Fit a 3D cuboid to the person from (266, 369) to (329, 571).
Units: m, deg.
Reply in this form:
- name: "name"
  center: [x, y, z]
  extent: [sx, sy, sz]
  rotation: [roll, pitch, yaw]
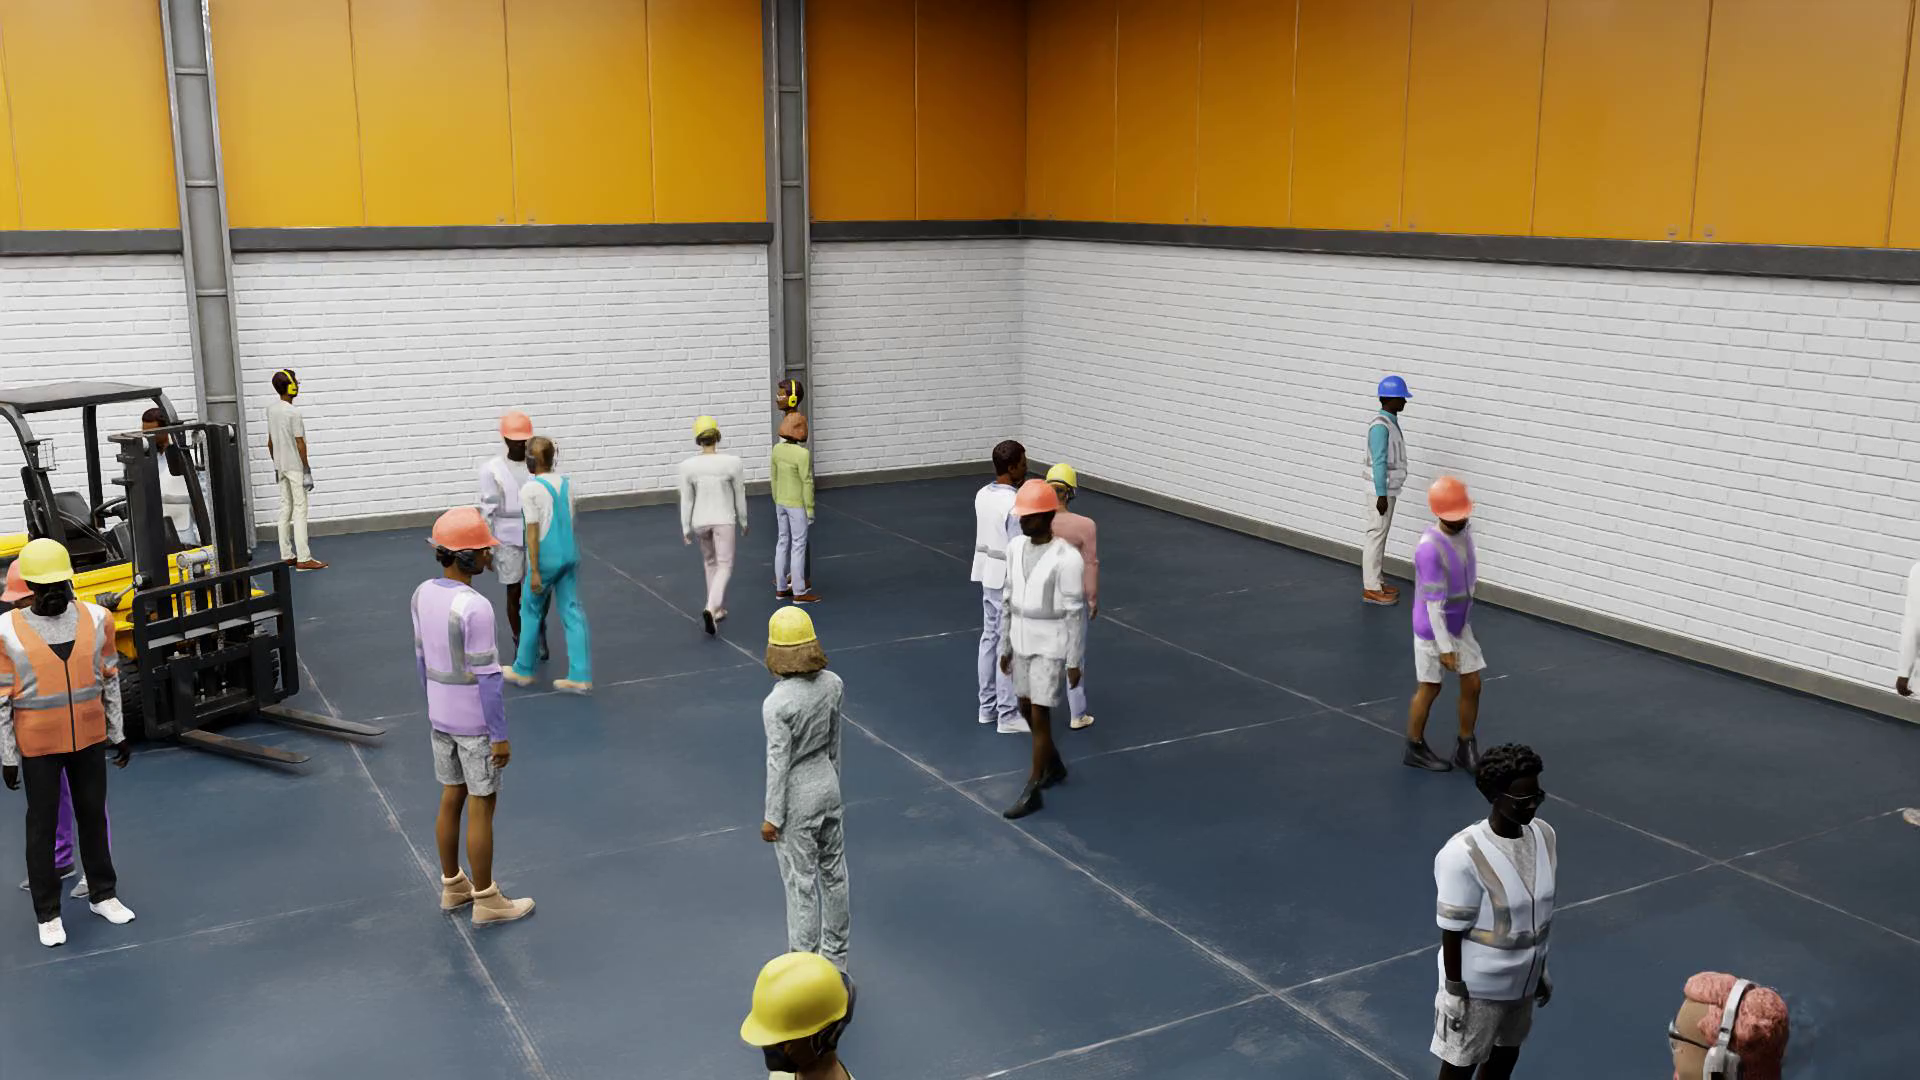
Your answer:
- name: "person"
  center: [-6.168, -0.647, 15.388]
  extent: [0.518, 1.876, 0.326]
  rotation: [8, 14, 32]

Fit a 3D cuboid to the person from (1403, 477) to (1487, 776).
- name: "person"
  center: [2.914, 0.529, 9.876]
  extent: [0.640, 1.874, 0.616]
  rotation: [-9, 15, -36]

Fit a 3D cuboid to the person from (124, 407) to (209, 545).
- name: "person"
  center: [-5.948, -0.053, 12.510]
  extent: [0.587, 1.914, 0.391]
  rotation: [-1, 12, -7]

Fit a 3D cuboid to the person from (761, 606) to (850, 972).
- name: "person"
  center: [-0.705, 1.142, 7.323]
  extent: [0.313, 1.738, 0.483]
  rotation: [8, 15, 34]

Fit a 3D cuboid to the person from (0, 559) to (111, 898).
- name: "person"
  center: [-4.534, 0.927, 8.315]
  extent: [0.560, 1.743, 0.337]
  rotation: [4, 13, 20]

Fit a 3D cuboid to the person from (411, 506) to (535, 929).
- name: "person"
  center: [-2.350, 0.846, 7.991]
  extent: [0.611, 2.043, 0.375]
  rotation: [11, 16, 41]

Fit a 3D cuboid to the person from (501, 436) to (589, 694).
- name: "person"
  center: [-2.954, 0.169, 11.708]
  extent: [0.827, 1.812, 0.534]
  rotation: [8, 14, 32]

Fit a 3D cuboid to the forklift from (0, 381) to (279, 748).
- name: "forklift"
  center: [-5.853, 0.085, 11.199]
  extent: [2.313, 2.155, 1.214]
  rotation: [7, 14, 28]

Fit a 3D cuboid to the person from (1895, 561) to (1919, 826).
- name: "person"
  center: [5.514, 0.714, 9.074]
  extent: [0.718, 1.847, 0.431]
  rotation: [2, 12, 8]

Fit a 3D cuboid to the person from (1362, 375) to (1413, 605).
- name: "person"
  center: [3.630, -0.434, 14.213]
  extent: [0.389, 1.949, 0.604]
  rotation: [4, 13, 20]

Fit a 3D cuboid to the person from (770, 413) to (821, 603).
- name: "person"
  center: [-1.418, -0.278, 14.225]
  extent: [0.270, 1.631, 0.507]
  rotation: [-11, 16, -42]

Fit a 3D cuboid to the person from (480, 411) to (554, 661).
- name: "person"
  center: [-3.233, -0.005, 12.255]
  extent: [0.563, 1.918, 0.440]
  rotation: [-5, 13, -24]

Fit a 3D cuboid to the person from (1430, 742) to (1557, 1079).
- name: "person"
  center: [1.833, 1.507, 5.710]
  extent: [0.532, 1.696, 0.319]
  rotation: [-8, 14, -33]

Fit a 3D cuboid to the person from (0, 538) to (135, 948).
- name: "person"
  center: [-4.231, 0.934, 7.854]
  extent: [0.366, 1.927, 0.585]
  rotation: [10, 16, 39]

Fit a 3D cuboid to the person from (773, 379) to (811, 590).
- name: "person"
  center: [-1.478, -0.477, 14.589]
  extent: [0.328, 1.876, 0.514]
  rotation: [-3, 12, -13]

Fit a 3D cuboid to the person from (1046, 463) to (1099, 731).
- name: "person"
  center: [0.654, 0.375, 10.871]
  extent: [0.522, 1.761, 0.321]
  rotation: [4, 13, 17]

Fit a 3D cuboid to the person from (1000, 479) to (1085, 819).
- name: "person"
  center: [0.461, 0.595, 9.497]
  extent: [0.601, 1.941, 0.556]
  rotation: [-11, 17, -43]

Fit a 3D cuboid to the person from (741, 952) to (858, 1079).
- name: "person"
  center: [-0.364, 1.823, 4.076]
  extent: [0.323, 1.764, 0.523]
  rotation: [-7, 14, -29]

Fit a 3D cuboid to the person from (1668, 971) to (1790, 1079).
- name: "person"
  center: [1.700, 1.867, 3.699]
  extent: [1.044, 1.854, 0.635]
  rotation: [8, 14, 32]

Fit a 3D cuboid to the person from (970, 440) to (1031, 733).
- name: "person"
  center: [0.287, 0.300, 10.844]
  extent: [0.393, 1.919, 0.589]
  rotation: [-6, 13, -25]

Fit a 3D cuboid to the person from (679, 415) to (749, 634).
- name: "person"
  center: [-1.995, -0.128, 13.305]
  extent: [0.520, 1.726, 0.818]
  rotation: [2, 12, 7]
